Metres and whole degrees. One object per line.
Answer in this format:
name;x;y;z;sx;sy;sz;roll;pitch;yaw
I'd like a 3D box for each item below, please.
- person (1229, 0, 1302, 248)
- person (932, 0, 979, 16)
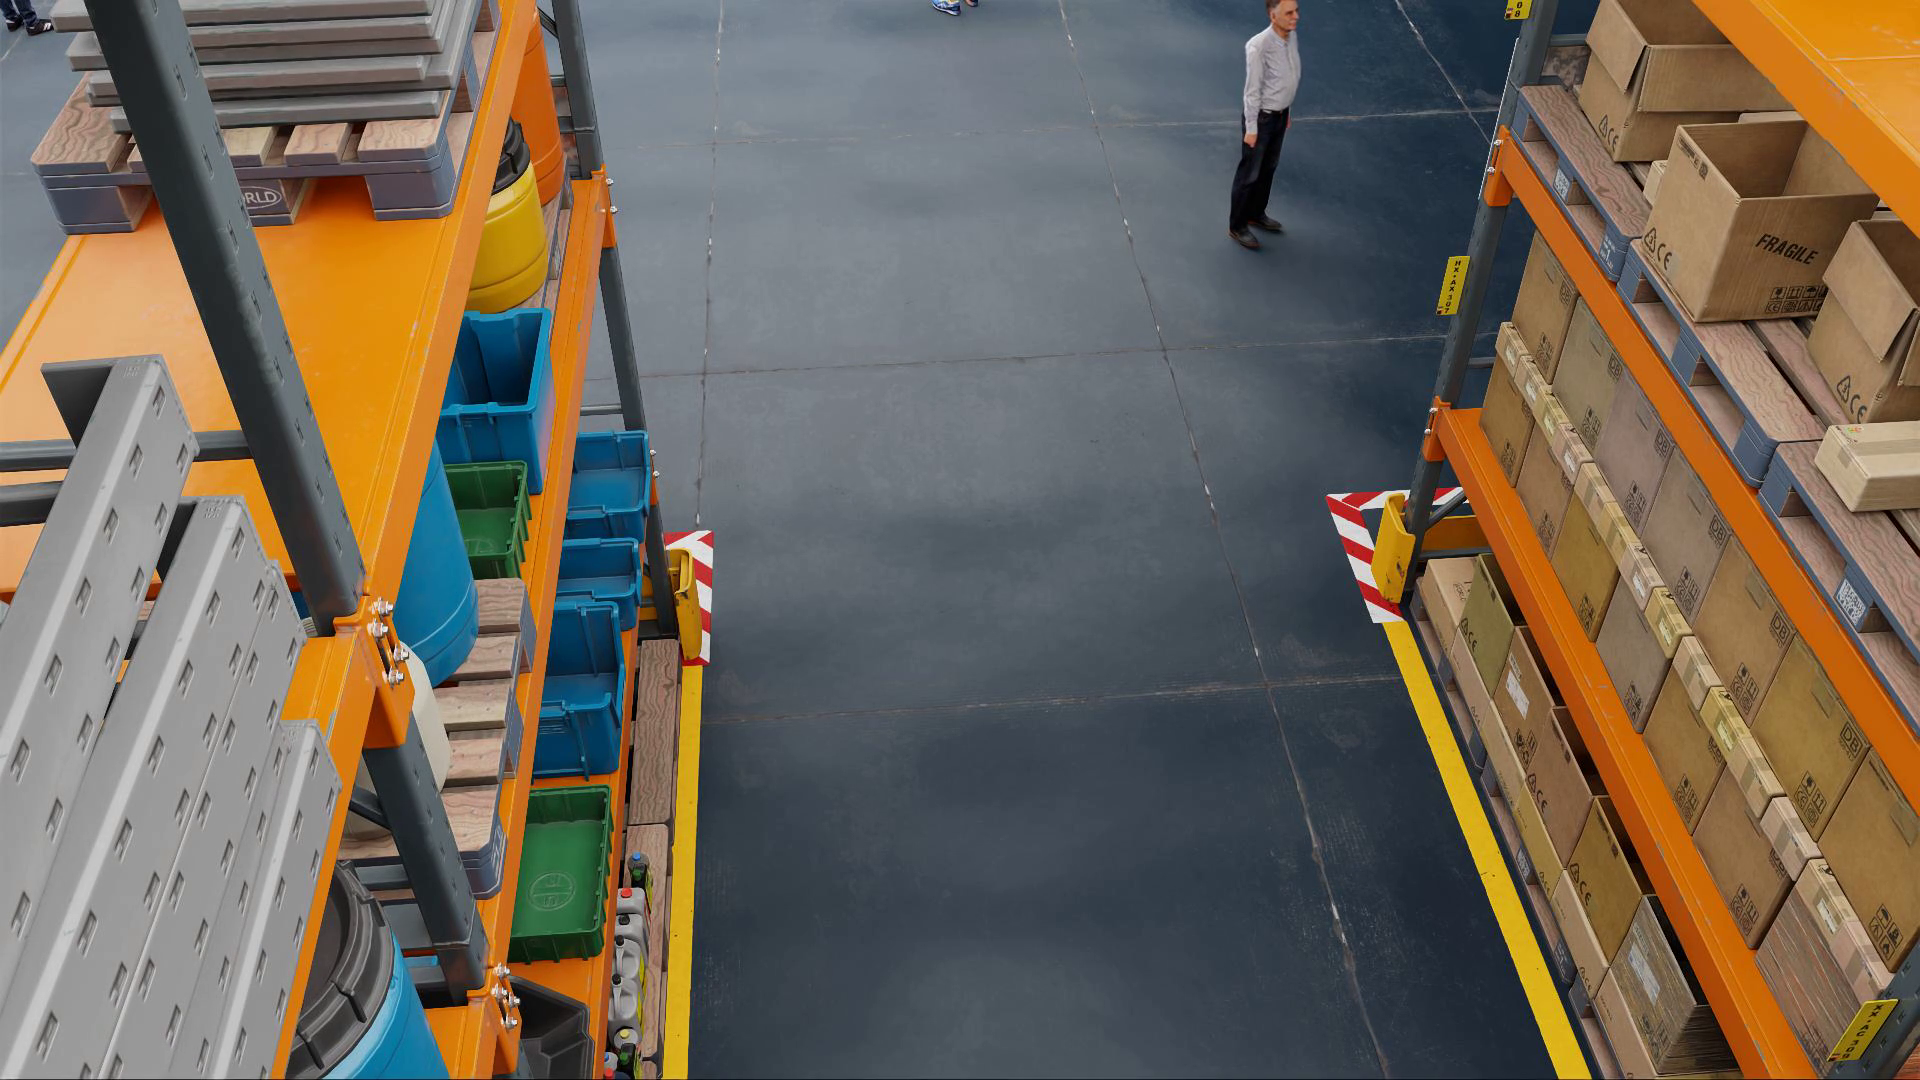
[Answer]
person;2.095;-2.910;11.375;0.784;1.820;0.734;32;51;30
person;-0.012;-5.417;14.100;0.707;1.869;0.744;-31;51;-30
